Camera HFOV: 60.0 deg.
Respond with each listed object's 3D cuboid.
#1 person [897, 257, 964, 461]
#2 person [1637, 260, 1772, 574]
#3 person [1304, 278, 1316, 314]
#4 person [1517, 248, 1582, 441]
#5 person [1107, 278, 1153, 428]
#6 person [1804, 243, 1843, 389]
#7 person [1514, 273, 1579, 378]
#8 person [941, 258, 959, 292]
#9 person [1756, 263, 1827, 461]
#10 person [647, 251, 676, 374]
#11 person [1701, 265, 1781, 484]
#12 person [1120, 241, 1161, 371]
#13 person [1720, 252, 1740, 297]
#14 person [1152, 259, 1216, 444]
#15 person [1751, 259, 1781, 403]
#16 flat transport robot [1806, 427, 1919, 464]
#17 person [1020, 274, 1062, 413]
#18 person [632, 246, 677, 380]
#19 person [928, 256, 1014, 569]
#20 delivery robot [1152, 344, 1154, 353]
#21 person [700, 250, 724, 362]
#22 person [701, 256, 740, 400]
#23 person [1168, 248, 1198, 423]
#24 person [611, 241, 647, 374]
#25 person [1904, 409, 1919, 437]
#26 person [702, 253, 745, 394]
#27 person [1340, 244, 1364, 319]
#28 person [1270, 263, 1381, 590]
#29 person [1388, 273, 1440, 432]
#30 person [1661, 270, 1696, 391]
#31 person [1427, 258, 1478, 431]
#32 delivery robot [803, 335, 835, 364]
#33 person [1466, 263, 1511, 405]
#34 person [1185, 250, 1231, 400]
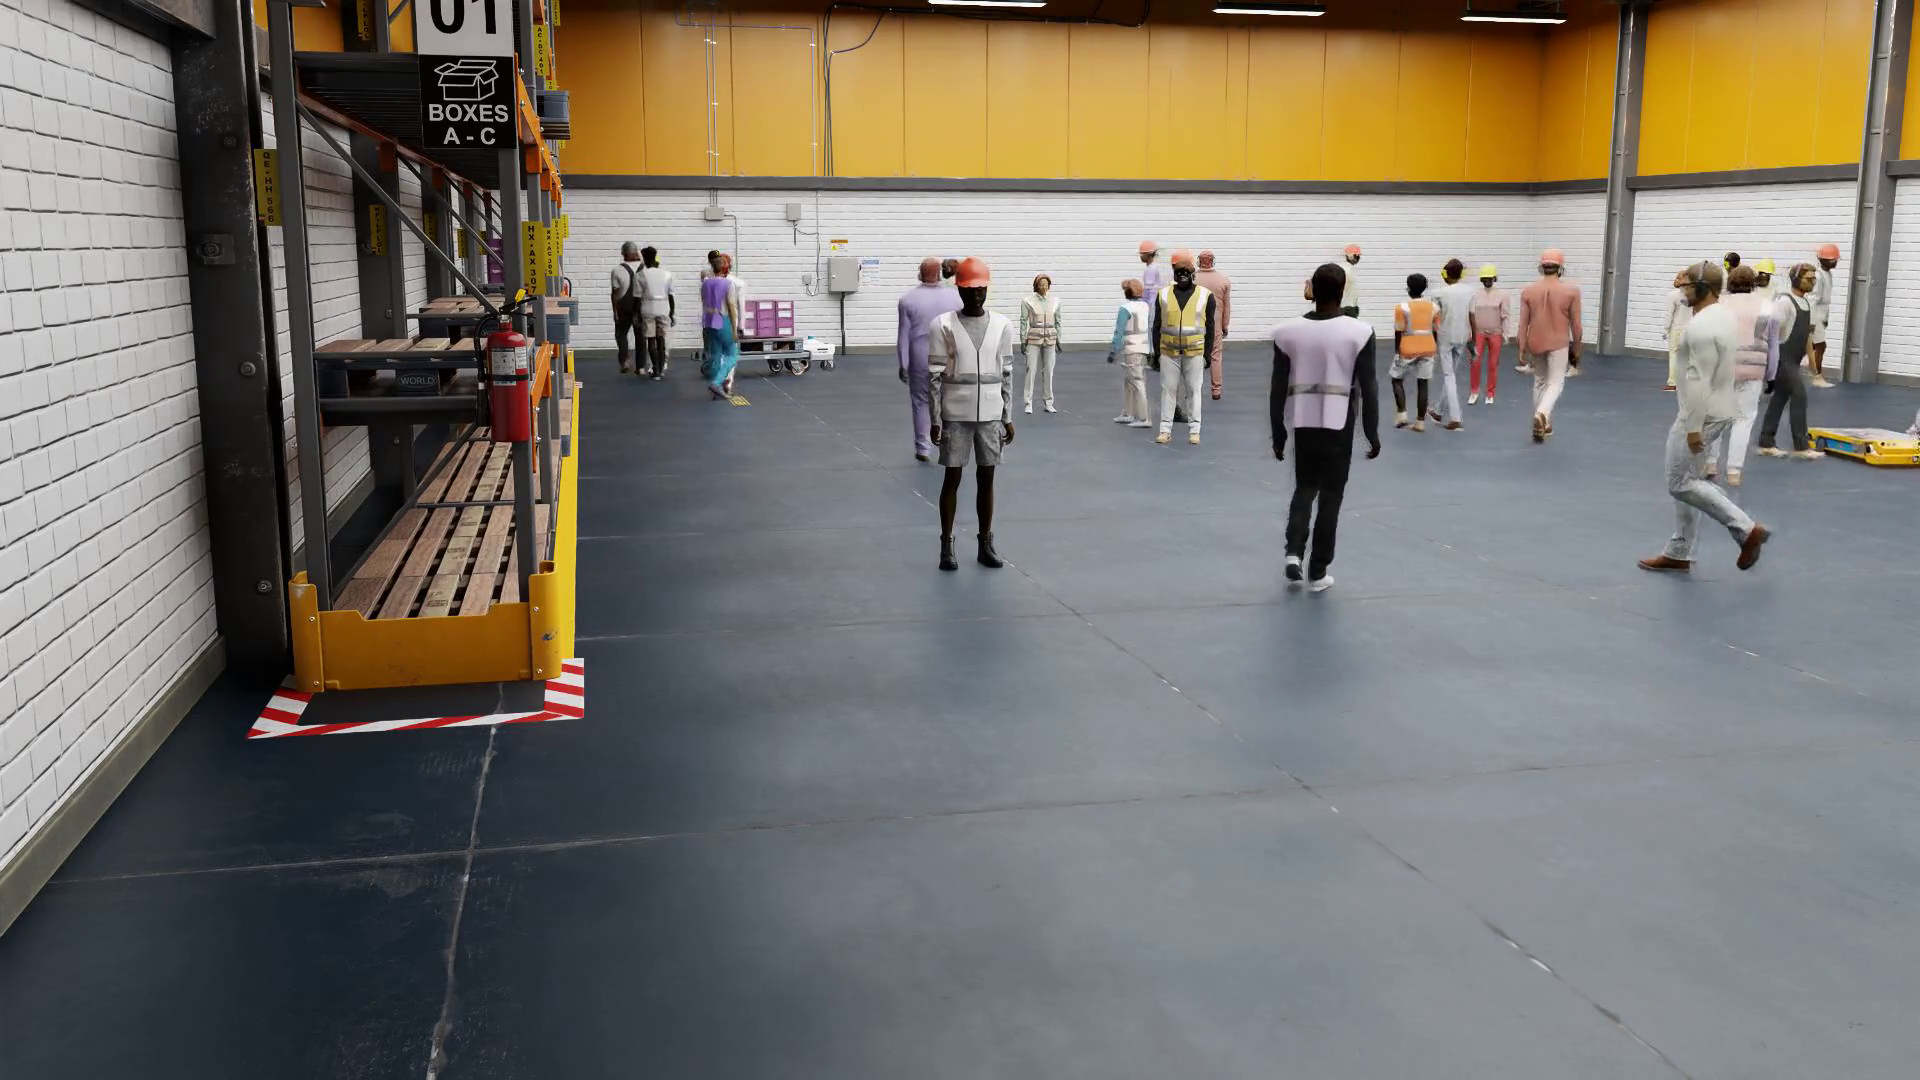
[{"bbox_3d":[-0.250,-1.635,15.200,0.656,1.891,0.655,-2,10,-9],"label":"person"},{"bbox_3d":[4.532,-0.710,9.986,0.699,1.917,0.648,7,13,35],"label":"person"},{"bbox_3d":[4.082,-2.160,18.843,0.585,1.616,0.510,7,12,34],"label":"person"},{"bbox_3d":[5.982,-1.990,16.947,0.616,1.966,0.856,8,13,38],"label":"person"},{"bbox_3d":[1.824,-2.037,18.157,0.682,1.612,0.531,8,13,36],"label":"person"},{"bbox_3d":[11.701,-3.080,22.930,0.715,1.989,0.838,-10,14,-44],"label":"person"},{"bbox_3d":[8.763,-3.220,24.624,0.919,1.637,0.537,1,10,7],"label":"person"},{"bbox_3d":[-0.015,-2.886,22.361,0.863,1.807,0.624,2,10,10],"label":"person"},{"bbox_3d":[7.777,-1.627,15.328,0.548,1.818,0.787,-9,14,-42],"label":"person"},{"bbox_3d":[-4.694,-3.540,25.777,0.597,1.889,0.953,-1,10,-4],"label":"person"},{"bbox_3d":[6.533,-1.383,13.994,0.629,1.827,0.562,5,12,28],"label":"person"},{"bbox_3d":[2.847,-3.646,25.970,0.844,2.012,0.633,1,10,5],"label":"person"},{"bbox_3d":[10.846,-3.111,23.452,0.517,1.860,0.328,-6,12,-30],"label":"person"},{"bbox_3d":[2.231,-1.880,16.677,0.625,1.844,0.429,3,11,14],"label":"person"},{"bbox_3d":[9.930,-2.607,20.812,0.612,1.797,0.646,3,11,16],"label":"person"},{"bbox_3d":[8.532,-0.891,15.549,0.652,0.197,1.431,0,10,0],"label":"flat transport robot"},{"bbox_3d":[0.956,-2.310,19.622,0.524,1.636,0.308,-3,11,-16],"label":"person"},{"bbox_3d":[-4.518,-3.325,24.427,0.643,1.931,0.671,-6,12,-30],"label":"person"},{"bbox_3d":[0.081,-0.776,10.295,0.551,1.934,0.373,-3,11,-15],"label":"person"},{"bbox_3d":[3.347,-2.958,25.953,0.707,0.478,0.477,1,10,4],"label":"delivery robot"},{"bbox_3d":[-4.088,-3.905,27.825,0.518,1.869,0.327,5,11,24],"label":"person"},{"bbox_3d":[-3.042,-2.674,21.101,0.601,1.828,0.439,8,13,38],"label":"person"},{"bbox_3d":[2.476,-2.292,18.682,0.349,1.942,0.545,0,10,3],"label":"person"},{"bbox_3d":[-4.962,-3.519,25.206,0.696,2.000,0.536,-5,11,-25],"label":"person"},{"bbox_3d":[9.838,-1.825,16.356,1.015,1.862,0.633,5,11,27],"label":"person"},{"bbox_3d":[-3.109,-2.841,21.918,0.604,1.867,0.464,-5,11,-25],"label":"person"},{"bbox_3d":[6.302,-3.799,26.947,0.464,1.977,0.621,3,11,18],"label":"person"},{"bbox_3d":[2.129,-0.649,9.683,0.594,1.903,0.453,6,12,31],"label":"person"},{"bbox_3d":[4.846,-1.988,17.718,0.545,1.687,0.395,-2,10,-8],"label":"person"},{"bbox_3d":[9.742,-2.822,22.469,0.507,1.632,0.274,-2,10,-9],"label":"person"},{"bbox_3d":[5.272,-2.128,18.081,0.557,1.825,0.932,-2,10,-12],"label":"person"},{"bbox_3d":[-2.313,-2.944,25.878,0.707,0.478,0.477,-5,11,-27],"label":"delivery robot"},{"bbox_3d":[6.511,-2.531,20.547,0.538,1.742,0.666,4,11,21],"label":"person"},{"bbox_3d":[3.127,-2.739,21.255,0.643,1.909,0.410,-1,10,-5],"label":"person"}]
